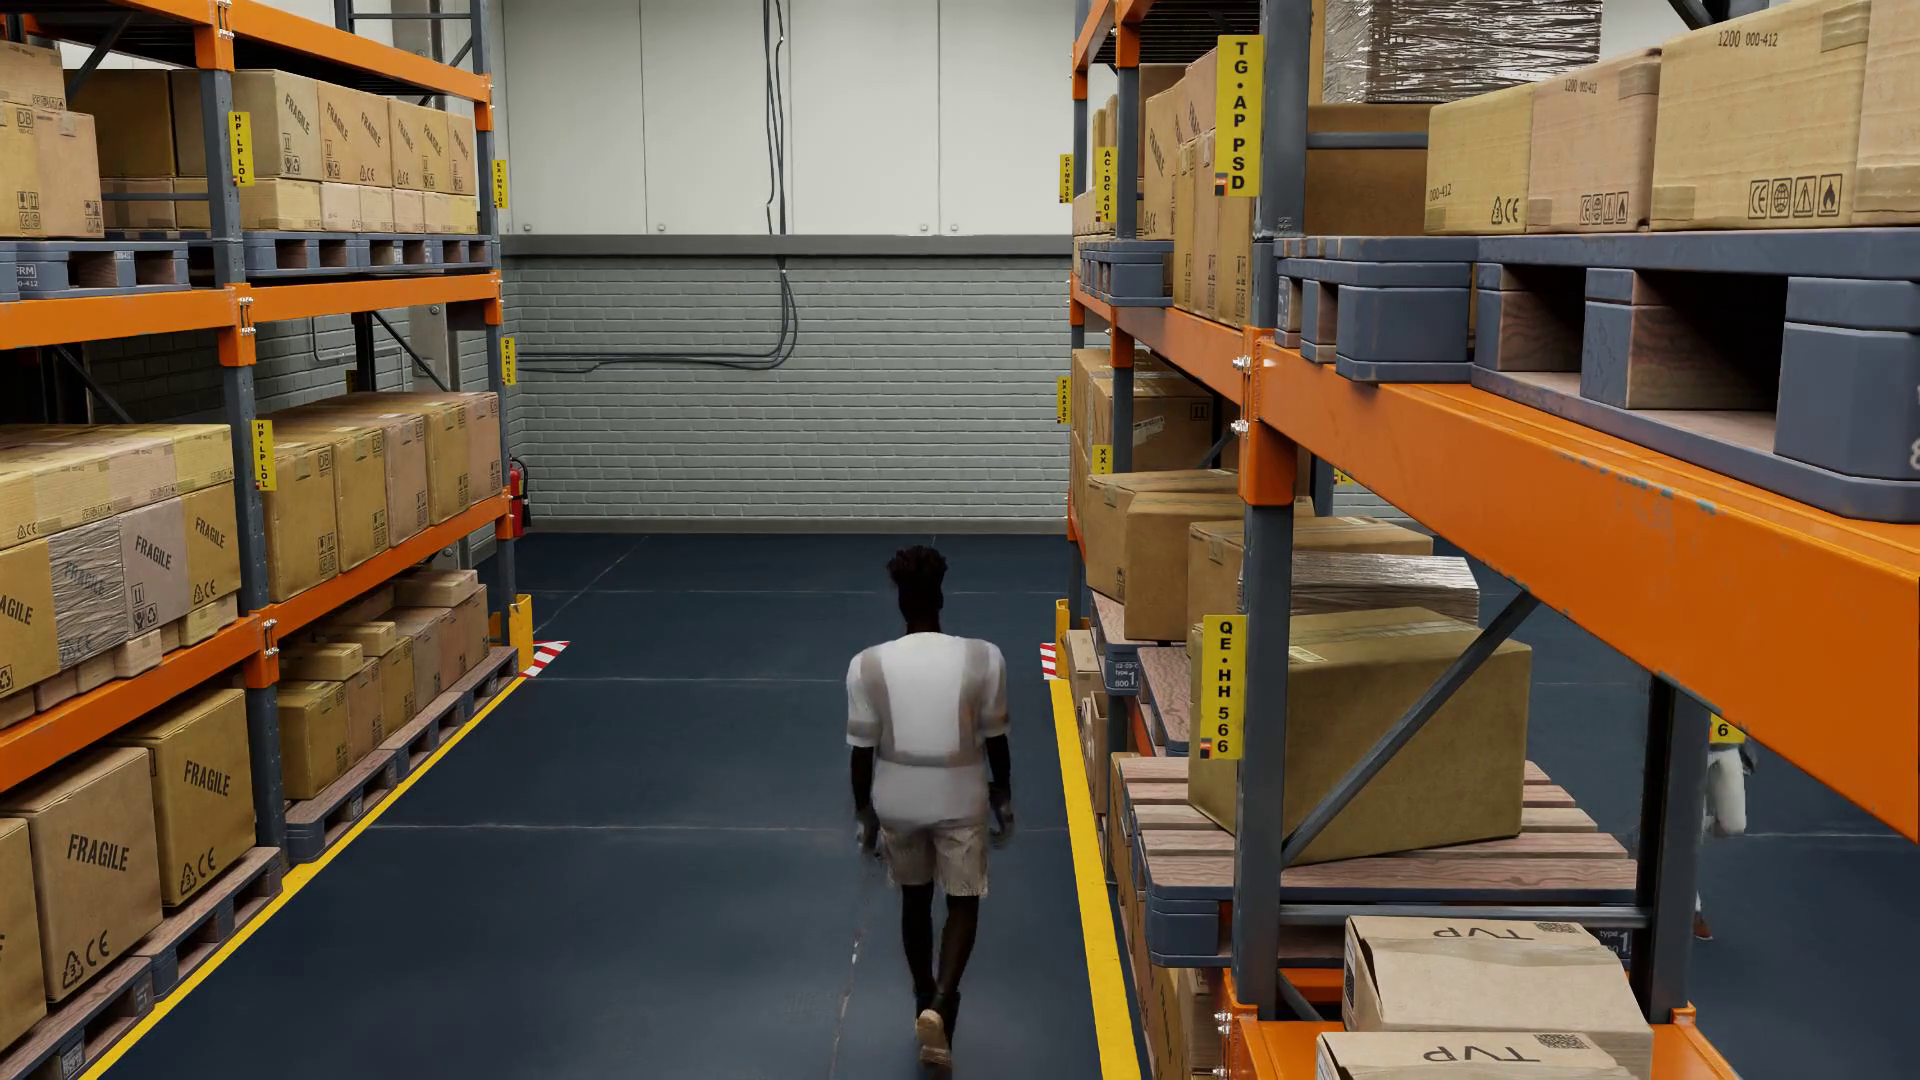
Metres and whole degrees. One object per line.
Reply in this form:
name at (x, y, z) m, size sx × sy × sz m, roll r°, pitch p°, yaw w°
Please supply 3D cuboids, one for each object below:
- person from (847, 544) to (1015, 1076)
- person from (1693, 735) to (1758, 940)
person at (-0.113, 0.989, 6.141) m, size 0.623 × 1.938 × 0.755 m, roll 1°, pitch 10°, yaw 6°
person at (3.276, 0.928, 7.389) m, size 0.513 × 1.613 × 0.452 m, roll -2°, pitch 10°, yaw -13°
